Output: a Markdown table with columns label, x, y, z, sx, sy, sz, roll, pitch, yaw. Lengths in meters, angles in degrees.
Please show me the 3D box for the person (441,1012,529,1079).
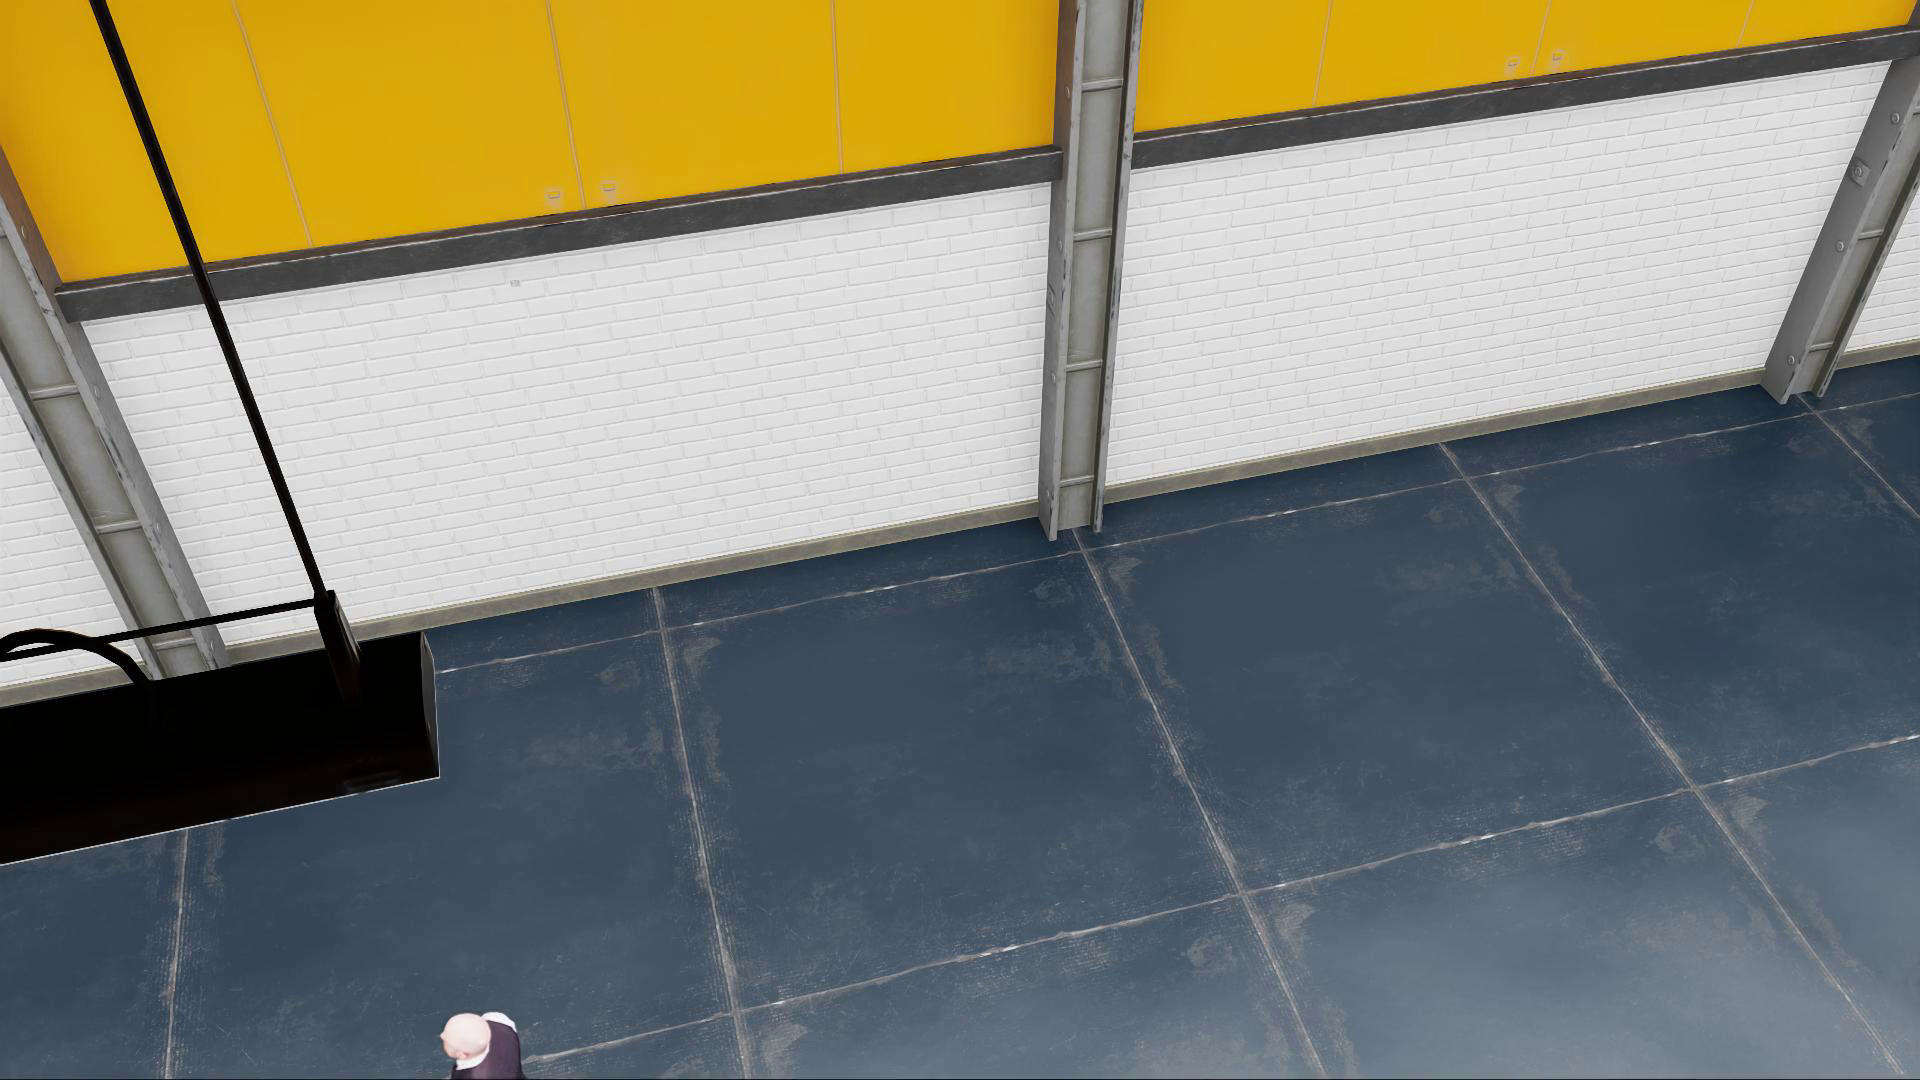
| label | x | y | z | sx | sy | sz | roll | pitch | yaw |
| --- | --- | --- | --- | --- | --- | --- | --- | --- | --- |
| person | -2.125 | 2.714 | 7.748 | 0.681 | 1.823 | 0.744 | -1 | 44 | -1 |
